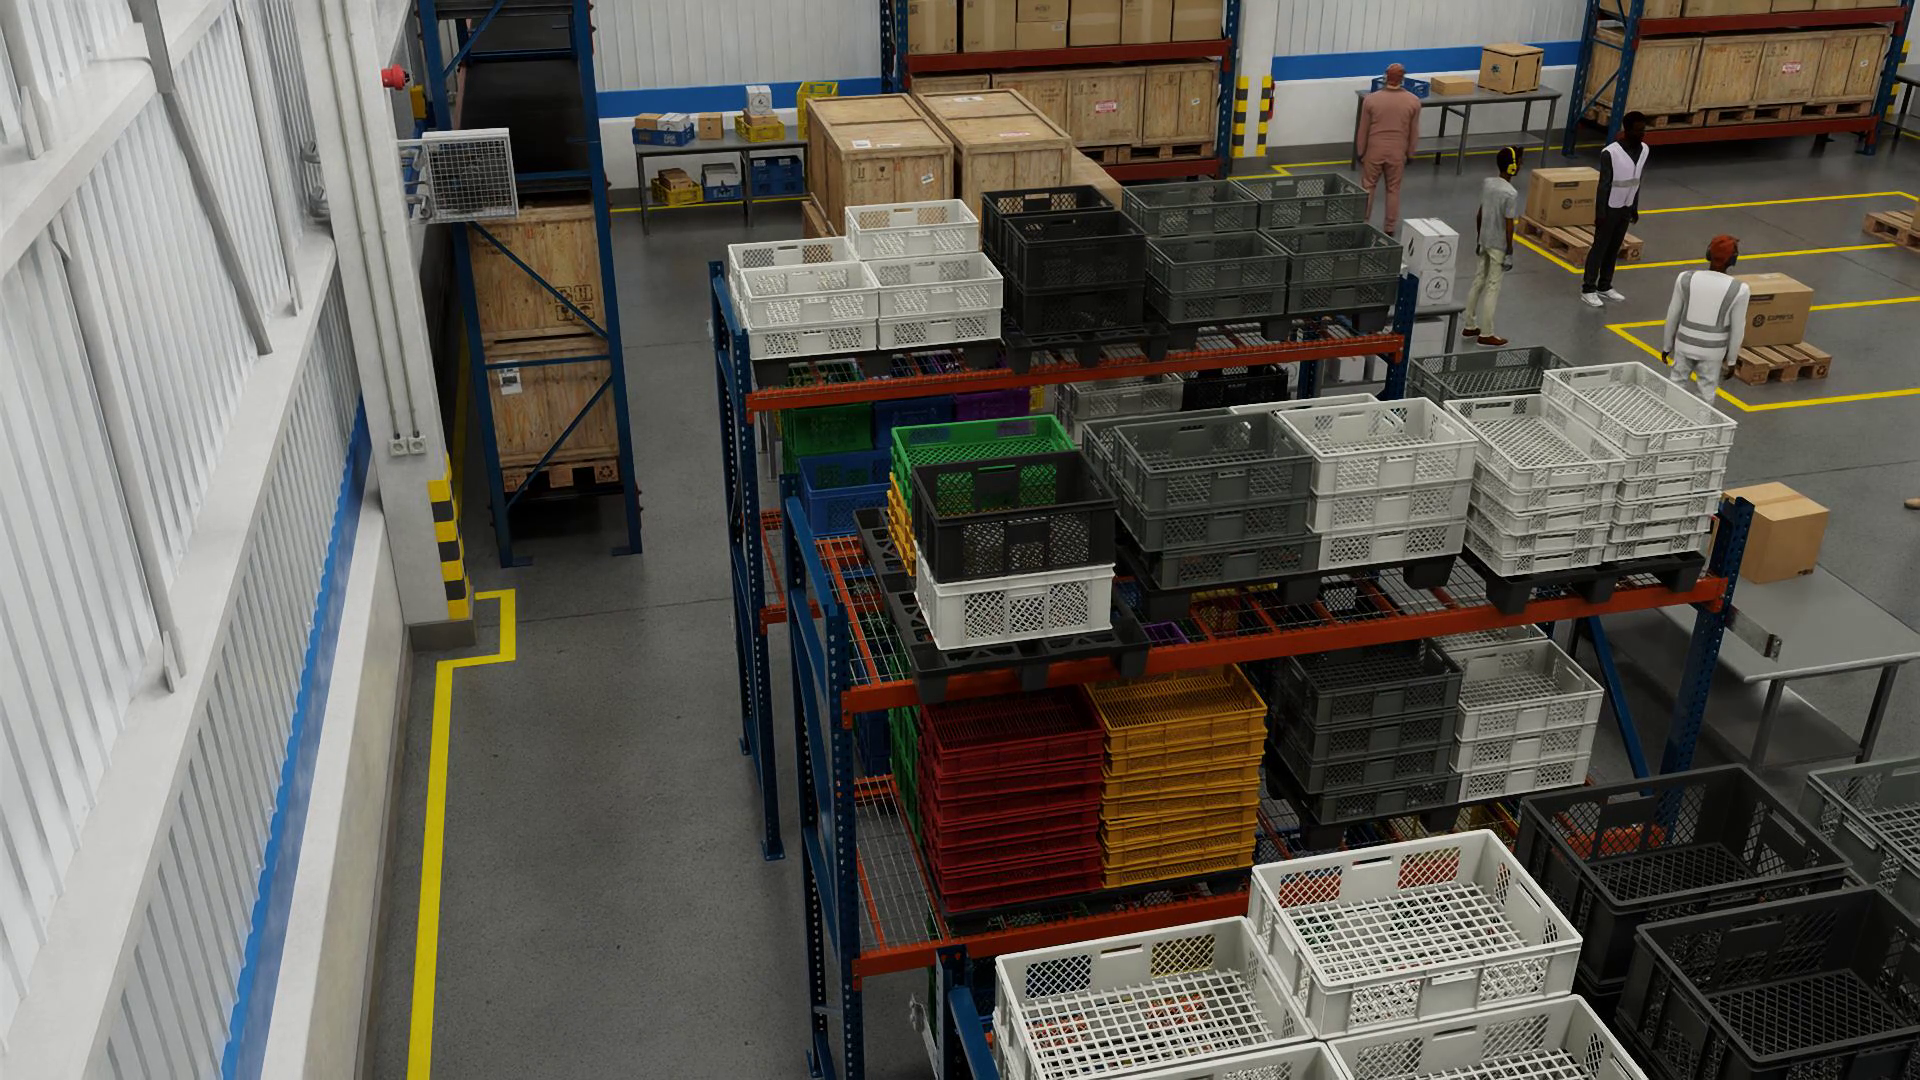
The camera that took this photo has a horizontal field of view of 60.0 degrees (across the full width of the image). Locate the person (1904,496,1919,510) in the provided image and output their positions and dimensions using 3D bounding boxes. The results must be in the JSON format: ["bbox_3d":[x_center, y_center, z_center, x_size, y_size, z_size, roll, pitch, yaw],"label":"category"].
[{"bbox_3d":[7.414,-0.919,12.242,0.318,1.697,0.533,-2,28,-4],"label":"person"}]

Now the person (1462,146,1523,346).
[{"bbox_3d":[4.997,-2.735,15.516,0.328,1.861,0.515,-10,29,-18],"label":"person"}]

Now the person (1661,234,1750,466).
[{"bbox_3d":[5.834,-1.483,13.113,0.585,1.882,0.337,21,35,35],"label":"person"}]

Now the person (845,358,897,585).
[{"bbox_3d":[-0.592,-0.623,11.424,0.354,1.937,0.635,-12,30,-21],"label":"person"}]

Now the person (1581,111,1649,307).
[{"bbox_3d":[6.519,-3.303,16.527,0.591,1.922,0.392,-16,32,-28],"label":"person"}]

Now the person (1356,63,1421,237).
[{"bbox_3d":[4.732,-4.331,18.507,0.654,1.900,0.397,3,28,5],"label":"person"}]
